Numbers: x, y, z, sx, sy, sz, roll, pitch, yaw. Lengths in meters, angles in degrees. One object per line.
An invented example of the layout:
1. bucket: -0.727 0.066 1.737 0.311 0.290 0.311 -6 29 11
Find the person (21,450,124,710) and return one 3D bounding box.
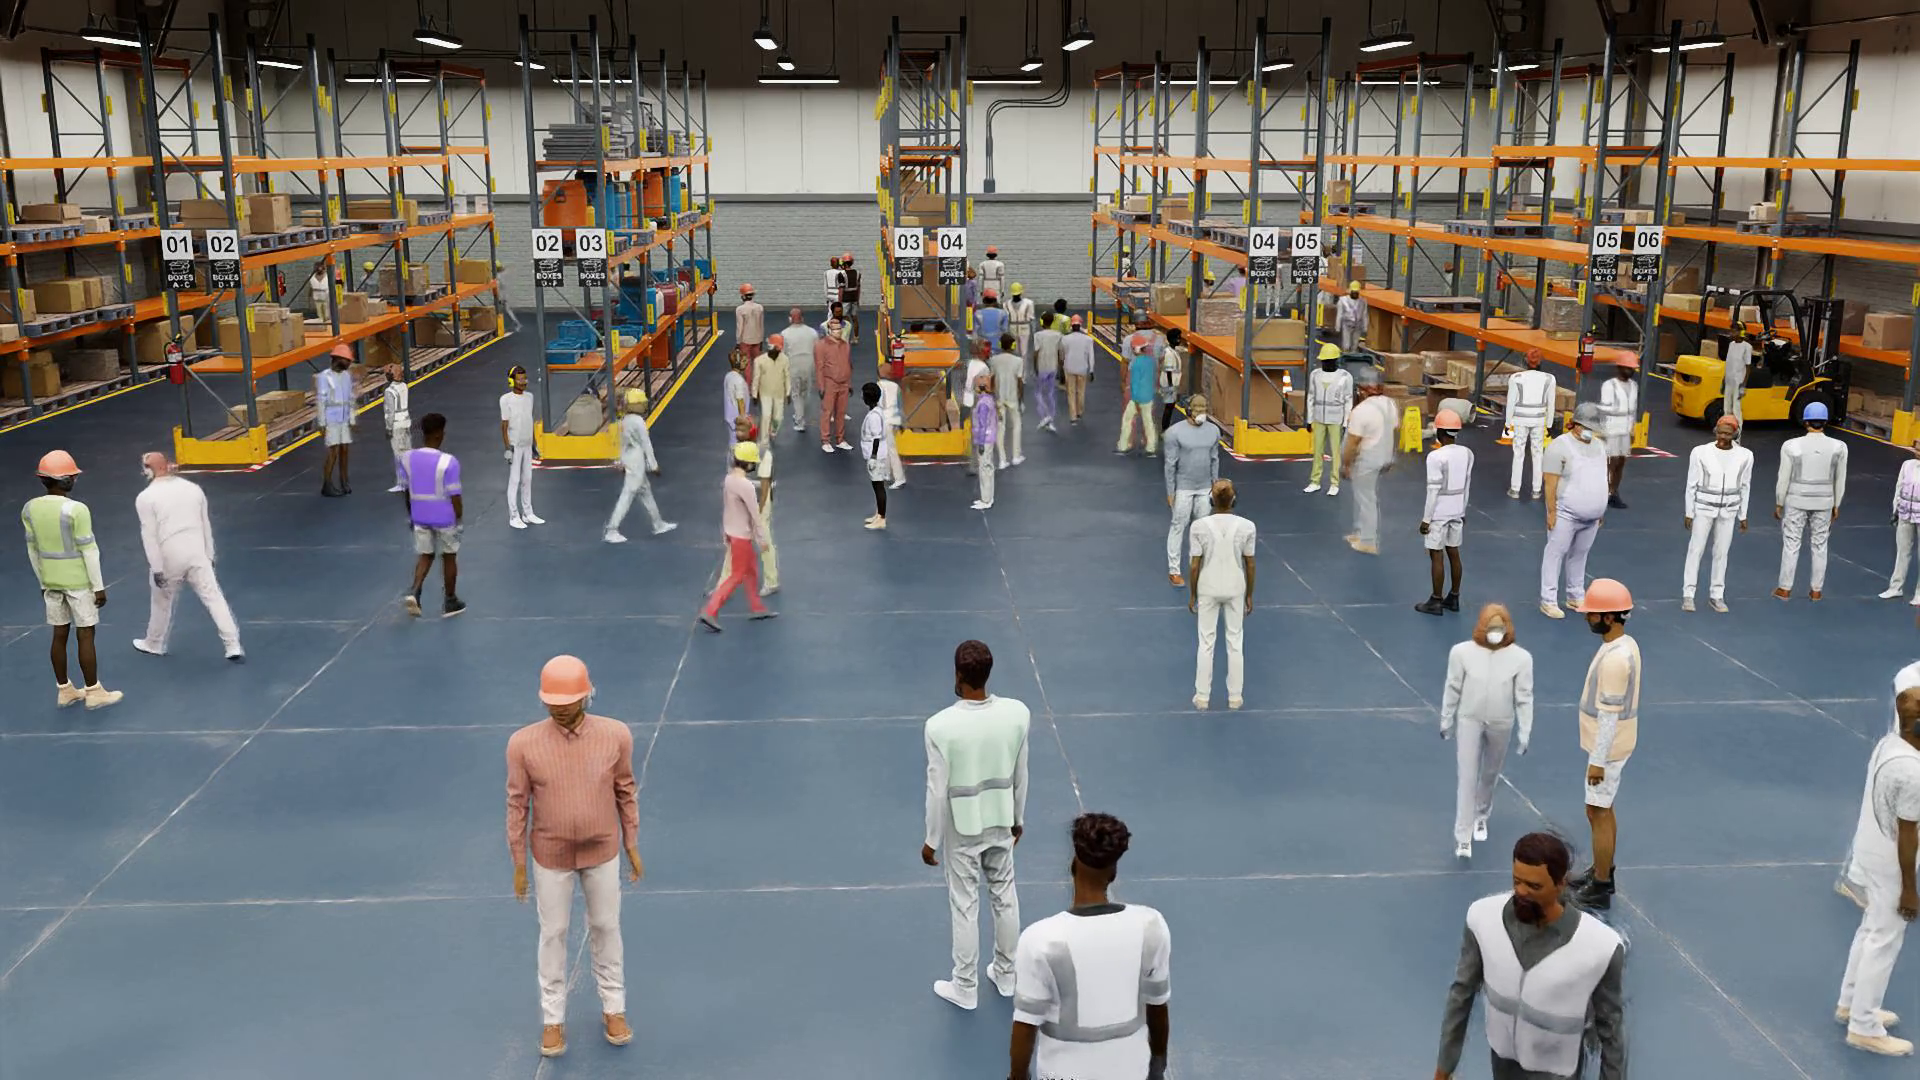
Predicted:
1. person: -6.914 0.314 12.933 0.607 2.044 0.375 4 14 15

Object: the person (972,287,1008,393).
1. person: 0.508 -3.255 28.087 0.616 2.028 0.465 -1 13 -2

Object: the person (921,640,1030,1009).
1. person: 0.087 1.441 8.423 0.587 1.920 0.395 -7 15 -28

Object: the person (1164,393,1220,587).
1. person: 2.324 -0.503 16.620 0.628 1.939 0.373 -6 15 -24

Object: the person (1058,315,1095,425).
1. person: 1.831 -2.724 26.500 0.594 1.705 0.869 0 13 0

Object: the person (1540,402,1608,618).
1. person: 5.765 -0.289 15.492 0.674 2.000 0.535 -6 15 -23

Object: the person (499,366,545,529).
1. person: -5.058 -1.076 19.194 0.329 1.872 0.507 7 15 28

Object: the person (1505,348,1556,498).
1. person: 7.103 -1.453 20.759 0.579 1.882 0.342 2 13 9

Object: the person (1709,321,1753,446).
1. person: 11.256 -2.254 24.196 0.328 1.865 0.520 -3 14 -12

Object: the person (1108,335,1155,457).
1. person: 2.472 -2.047 23.601 0.757 1.721 0.576 10 16 36

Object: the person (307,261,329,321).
1. person: -14.381 -5.356 37.430 0.583 1.817 0.762 -2 13 -9

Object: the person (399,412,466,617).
1. person: -4.871 -0.208 15.351 0.623 1.946 0.618 3 14 13

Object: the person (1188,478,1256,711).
1. person: 2.024 0.425 12.889 0.518 1.845 0.354 1 13 4

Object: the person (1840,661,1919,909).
1. person: 5.395 1.299 9.221 0.585 1.841 0.954 -3 14 -13

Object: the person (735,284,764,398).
1. person: -3.697 -3.482 29.114 0.389 1.992 0.625 11 17 40

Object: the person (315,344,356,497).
1. person: -7.854 -1.500 20.956 0.429 1.905 0.594 5 14 19

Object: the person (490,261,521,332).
1. person: -10.871 -5.773 39.458 0.841 1.702 0.506 4 14 16

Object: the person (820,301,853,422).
1. person: -1.987 -2.874 26.703 0.590 1.919 0.395 -11 17 -39

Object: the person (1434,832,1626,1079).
1. person: 2.115 1.978 6.233 0.621 1.874 0.976 13 18 43

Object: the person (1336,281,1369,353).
1. person: 7.574 -4.074 32.012 0.612 1.809 0.564 -2 13 -7

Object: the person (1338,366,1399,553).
1. person: 4.324 -0.891 18.043 0.713 2.000 0.703 -13 18 -43

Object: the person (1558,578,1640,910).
1. person: 3.686 1.166 9.585 0.386 1.924 0.548 6 14 23

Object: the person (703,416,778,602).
1. person: -2.079 -0.283 15.984 0.577 1.804 0.833 10 16 35

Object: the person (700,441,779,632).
1. person: -2.032 -0.042 15.116 0.793 1.725 0.525 -6 15 -25

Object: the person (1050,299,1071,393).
1. person: 1.780 -3.463 29.691 0.560 1.688 0.363 12 18 42

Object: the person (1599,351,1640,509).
1. person: 7.983 -1.335 20.160 0.563 1.927 0.423 -7 15 -26

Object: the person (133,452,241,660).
1. person: -6.635 0.149 14.177 1.166 1.803 0.658 8 15 30

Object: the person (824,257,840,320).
1. person: -2.835 -5.502 37.911 0.573 1.884 0.355 10 16 36

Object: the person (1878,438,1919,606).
1. person: 9.186 -0.194 15.953 0.311 1.637 0.513 -7 15 -26

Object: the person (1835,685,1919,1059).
1. person: 4.500 1.577 8.019 0.342 1.840 0.507 5 14 18

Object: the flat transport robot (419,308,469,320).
1. flat transport robot: -13.128 -5.797 42.618 1.431 0.197 0.652 9 16 32

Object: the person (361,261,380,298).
1. person: -13.541 -5.525 38.291 0.346 1.758 0.526 7 15 27

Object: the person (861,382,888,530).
1. person: -0.982 -0.967 19.093 0.317 1.698 0.540 0 13 0

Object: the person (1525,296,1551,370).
1. person: 11.086 -3.947 31.876 0.522 1.612 0.398 -7 15 -26

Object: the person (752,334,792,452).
1. person: -2.739 -2.141 24.043 0.581 1.713 0.675 -7 15 -28
